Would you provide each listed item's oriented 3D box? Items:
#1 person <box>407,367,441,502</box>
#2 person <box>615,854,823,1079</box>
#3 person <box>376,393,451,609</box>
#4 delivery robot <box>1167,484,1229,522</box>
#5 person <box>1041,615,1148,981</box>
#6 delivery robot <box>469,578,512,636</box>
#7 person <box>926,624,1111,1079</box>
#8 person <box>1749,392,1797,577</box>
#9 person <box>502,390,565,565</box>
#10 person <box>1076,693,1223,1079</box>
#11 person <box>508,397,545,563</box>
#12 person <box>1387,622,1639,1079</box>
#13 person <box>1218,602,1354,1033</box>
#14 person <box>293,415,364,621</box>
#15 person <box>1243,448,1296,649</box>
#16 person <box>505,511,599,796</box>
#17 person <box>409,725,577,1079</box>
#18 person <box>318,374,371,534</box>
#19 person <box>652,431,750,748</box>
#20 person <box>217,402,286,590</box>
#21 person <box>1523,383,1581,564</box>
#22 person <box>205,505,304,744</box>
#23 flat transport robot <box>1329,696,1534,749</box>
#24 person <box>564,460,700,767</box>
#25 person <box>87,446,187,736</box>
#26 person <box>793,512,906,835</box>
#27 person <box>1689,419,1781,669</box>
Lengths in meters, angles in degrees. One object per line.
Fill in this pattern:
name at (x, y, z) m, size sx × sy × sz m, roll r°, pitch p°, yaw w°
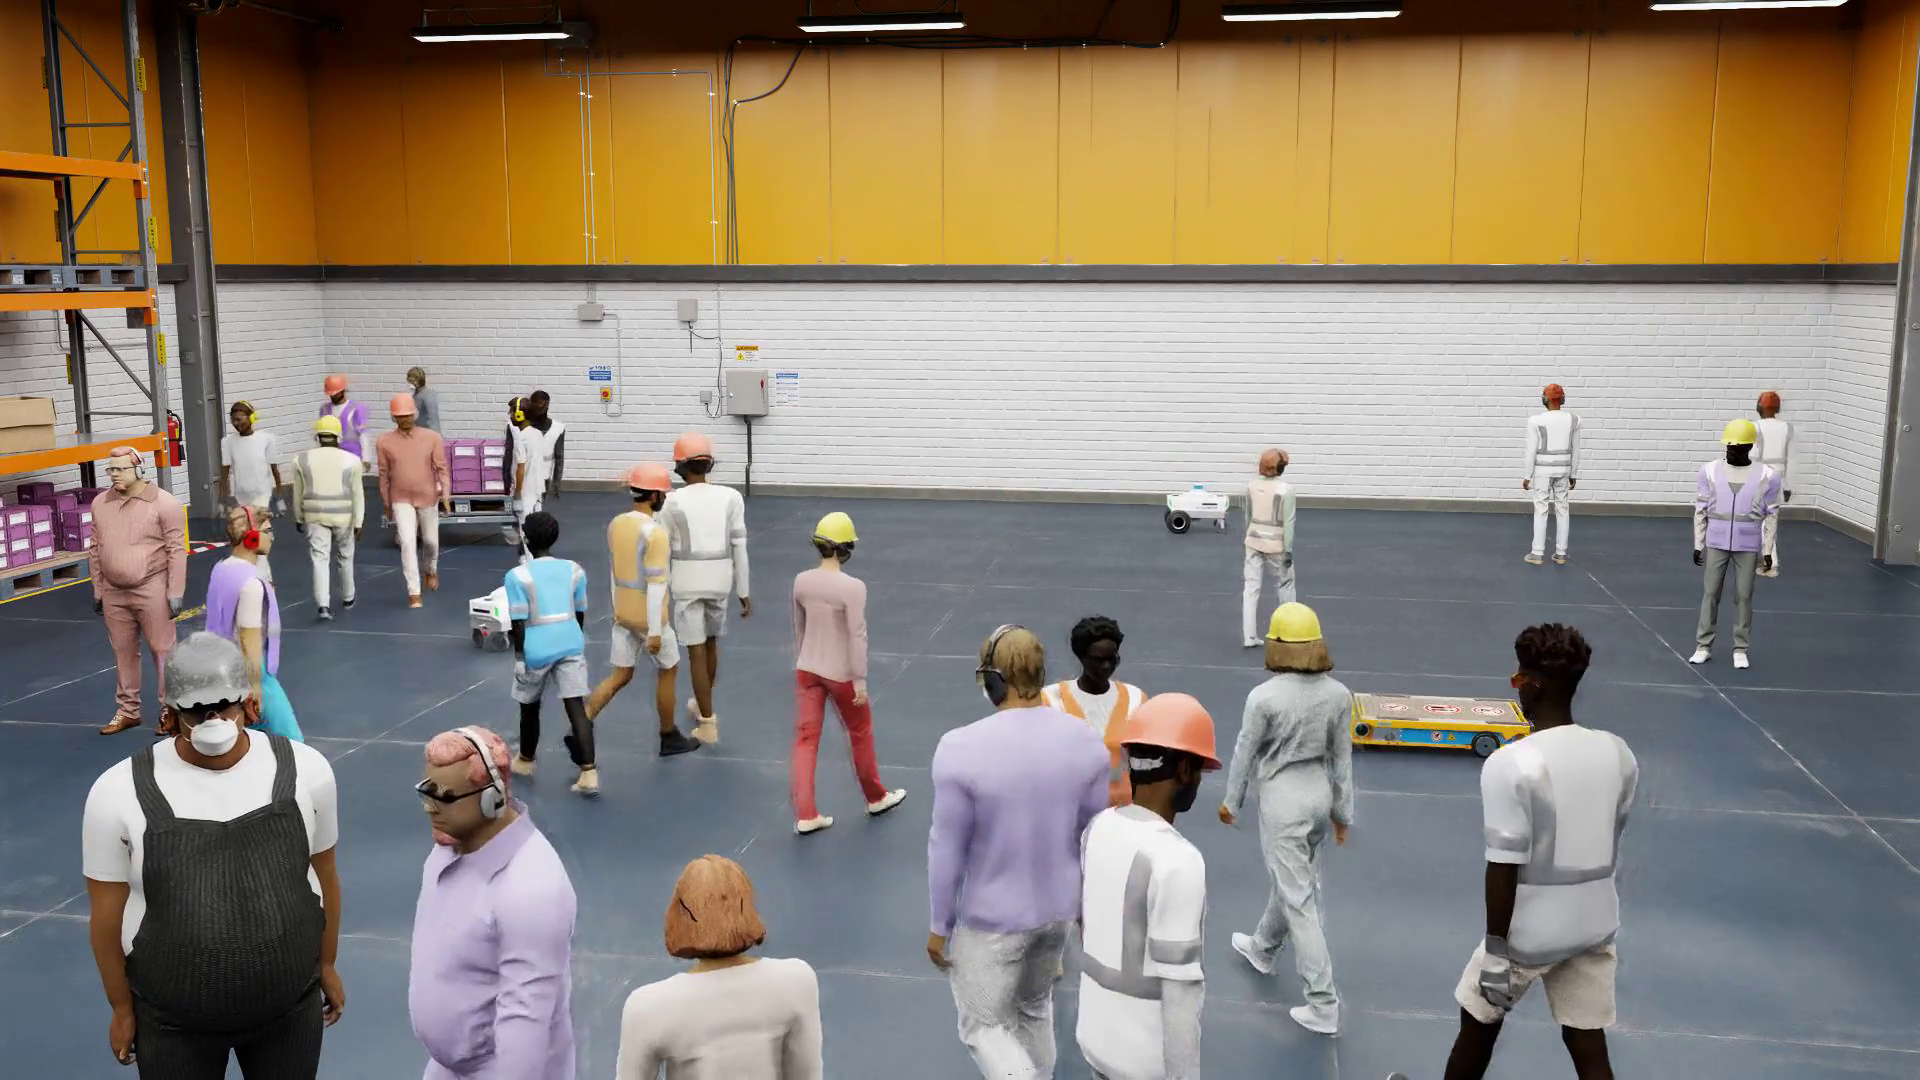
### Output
person at (-6.416, -1.105, 19.860) m, size 0.496 × 1.904 × 0.672 m, roll -4°, pitch 10°, yaw -24°
person at (-0.628, 1.565, 4.240) m, size 0.526 × 1.580 × 0.864 m, roll -4°, pitch 10°, yaw -25°
person at (-5.020, -0.396, 15.319) m, size 0.643 × 1.954 × 0.957 m, roll -3°, pitch 10°, yaw -18°
delivery robot at (2.781, -0.413, 19.439) m, size 0.707 × 0.478 × 0.477 m, roll 1°, pitch 9°, yaw 4°
person at (0.520, 1.113, 6.865) m, size 0.545 × 1.649 × 0.889 m, roll -2°, pitch 9°, yaw -11°
delivery robot at (-3.638, 0.544, 13.503) m, size 0.477 × 0.478 × 0.707 m, roll 5°, pitch 10°, yaw 28°
person at (0.227, 1.226, 5.366) m, size 0.631 × 1.915 × 0.709 m, roll -5°, pitch 10°, yaw -29°
person at (8.082, -0.584, 16.831) m, size 0.597 × 1.834 × 0.975 m, roll -1°, pitch 9°, yaw -9°
person at (-4.313, -0.603, 16.927) m, size 0.603 × 1.838 × 1.014 m, roll -6°, pitch 11°, yaw -33°
person at (0.500, 1.374, 4.491) m, size 0.548 × 1.892 × 0.630 m, roll -4°, pitch 10°, yaw -21°
person at (-4.096, -0.424, 15.763) m, size 0.314 × 1.860 × 0.508 m, roll 1°, pitch 9°, yaw 9°
person at (1.839, 1.215, 5.456) m, size 0.629 × 1.897 × 0.968 m, roll -4°, pitch 10°, yaw -22°
person at (1.354, 1.095, 6.856) m, size 0.490 × 1.694 × 0.884 m, roll -5°, pitch 10°, yaw -27°
person at (-5.548, -0.203, 14.631) m, size 0.597 × 1.793 × 0.920 m, roll -3°, pitch 10°, yaw -16°
person at (2.565, 0.061, 13.501) m, size 0.770 × 1.606 × 0.536 m, roll -9°, pitch 13°, yaw -43°
person at (-2.379, 0.656, 9.717) m, size 0.539 × 1.644 × 0.885 m, roll -8°, pitch 12°, yaw -40°
person at (-1.322, 1.410, 4.344) m, size 0.891 × 1.868 × 0.657 m, roll -7°, pitch 11°, yaw -37°
person at (-7.019, -0.949, 18.905) m, size 0.609 × 1.896 × 0.476 m, roll 2°, pitch 9°, yaw 11°
person at (-1.748, 0.297, 10.839) m, size 0.637 × 2.003 × 0.941 m, roll -5°, pitch 11°, yaw -31°
person at (-6.599, -0.355, 15.393) m, size 0.551 × 1.826 × 0.836 m, roll 0°, pitch 9°, yaw -2°
person at (6.143, -0.684, 17.293) m, size 0.574 × 1.886 × 0.356 m, roll -1°, pitch 9°, yaw -4°
person at (-3.714, 0.727, 8.722) m, size 0.440 × 1.824 × 0.571 m, roll -8°, pitch 12°, yaw -41°
flat transport robot at (3.023, 1.179, 10.728) m, size 1.431 × 0.197 × 0.652 m, roll 2°, pitch 9°, yaw 10°
person at (-2.013, 0.460, 10.164) m, size 0.556 × 1.904 × 0.919 m, roll 8°, pitch 12°, yaw 41°
person at (-5.402, 0.336, 10.903) m, size 0.645 × 1.908 × 0.408 m, roll 1°, pitch 9°, yaw 5°
person at (-0.627, 0.705, 9.108) m, size 0.548 × 1.733 × 0.800 m, roll 6°, pitch 11°, yaw 35°
person at (5.938, 0.027, 12.763) m, size 0.589 × 1.924 × 0.383 m, roll 6°, pitch 11°, yaw 31°
